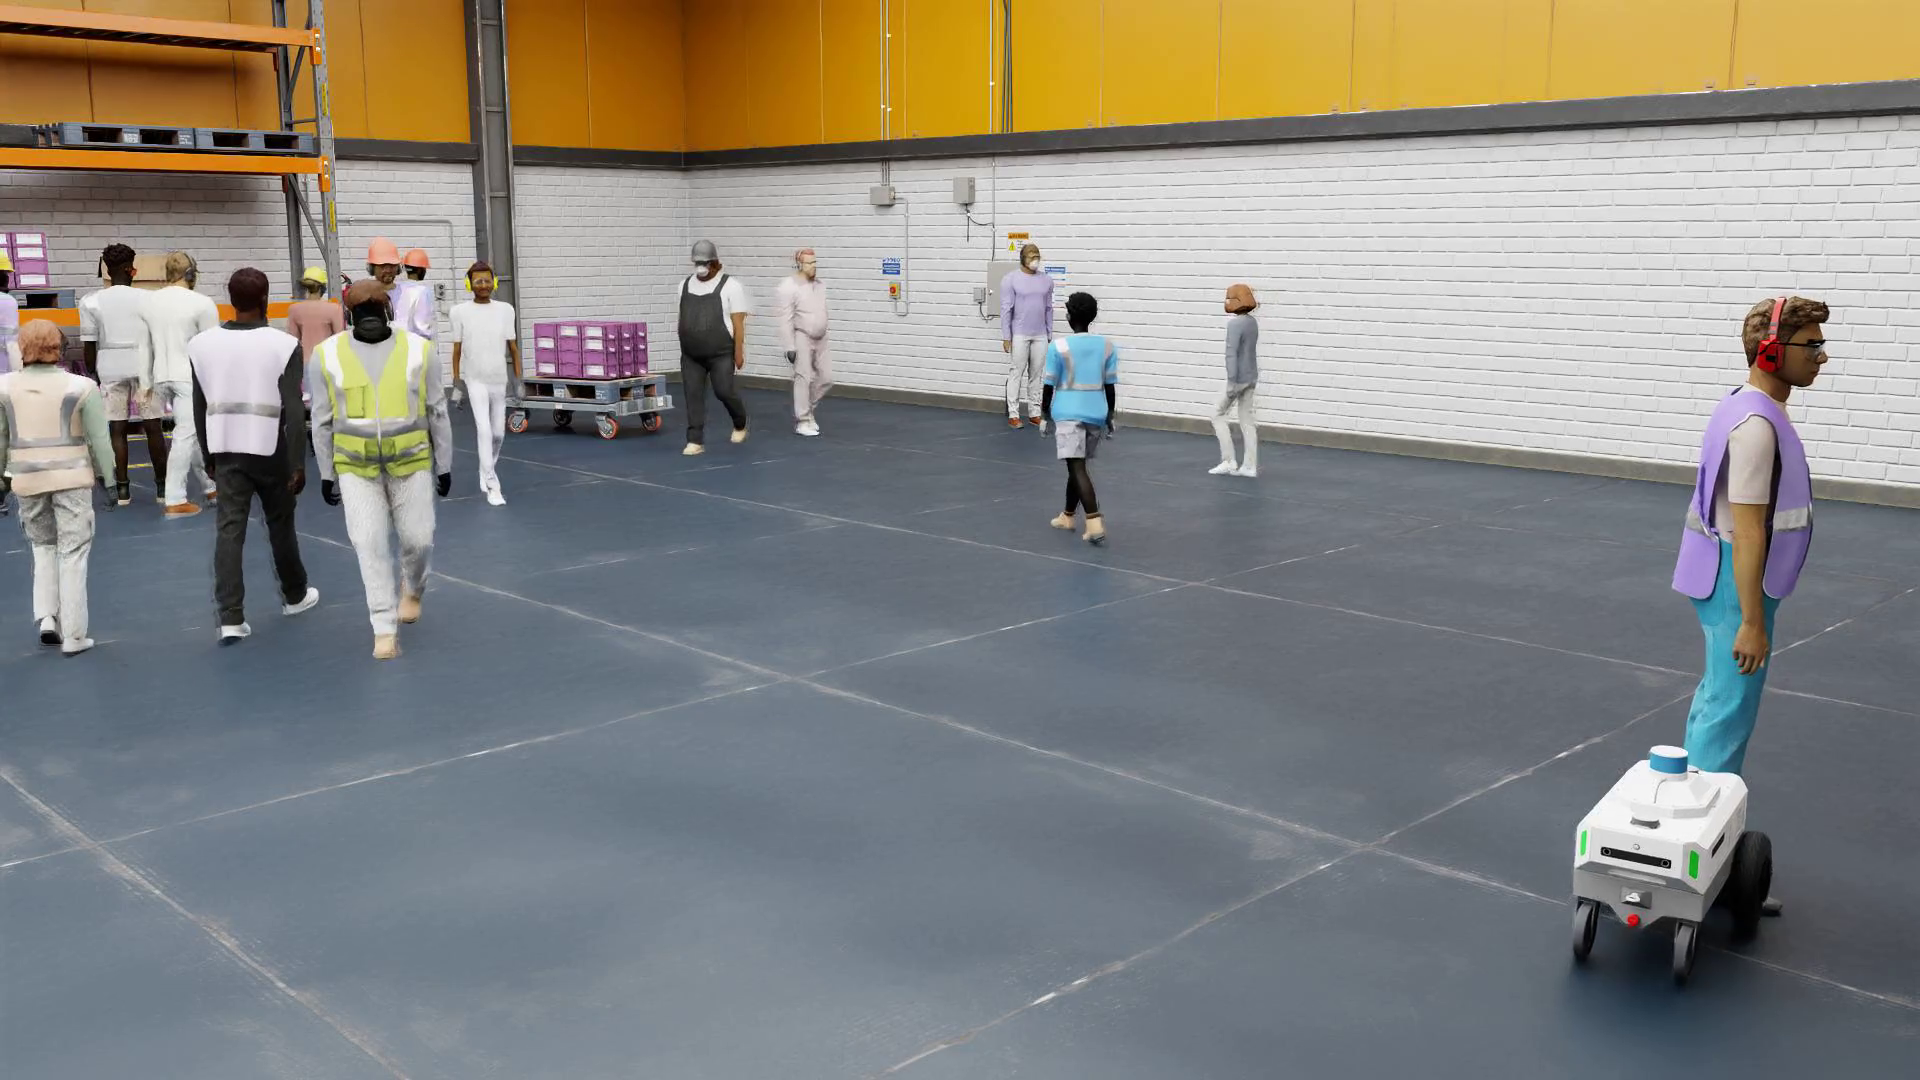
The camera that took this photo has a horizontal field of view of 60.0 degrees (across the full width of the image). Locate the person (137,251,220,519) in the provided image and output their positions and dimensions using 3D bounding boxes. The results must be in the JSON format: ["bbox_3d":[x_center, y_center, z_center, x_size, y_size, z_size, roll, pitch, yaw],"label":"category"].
[{"bbox_3d":[-5.553,-1.140,12.152,0.657,1.896,0.950,4,11,23],"label":"person"}]

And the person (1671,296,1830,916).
[{"bbox_3d":[2.369,0.185,5.066,0.377,1.844,0.567,4,11,23],"label":"person"}]

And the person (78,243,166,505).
[{"bbox_3d":[-6.260,-1.243,12.538,0.602,1.961,0.371,-4,11,-20],"label":"person"}]

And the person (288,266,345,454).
[{"bbox_3d":[-5.856,-1.608,15.110,0.532,1.752,0.652,1,10,6],"label":"person"}]

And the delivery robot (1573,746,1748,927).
[{"bbox_3d":[2.023,0.836,4.782,0.477,0.478,0.707,7,12,34],"label":"delivery robot"}]

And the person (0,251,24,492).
[{"bbox_3d":[-7.514,-1.315,13.062,0.629,1.907,0.461,5,11,24],"label":"person"}]

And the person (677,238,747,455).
[{"bbox_3d":[-2.313,-1.839,15.570,0.681,2.000,0.859,3,11,15],"label":"person"}]

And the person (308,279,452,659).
[{"bbox_3d":[-2.832,-0.365,8.169,0.650,1.821,0.686,-3,11,-16],"label":"person"}]

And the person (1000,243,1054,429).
[{"bbox_3d":[0.719,-2.139,17.523,0.639,1.944,0.423,-6,12,-28],"label":"person"}]

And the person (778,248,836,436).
[{"bbox_3d":[-1.526,-1.990,16.796,0.434,1.889,0.674,8,13,37],"label":"person"}]

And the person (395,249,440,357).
[{"bbox_3d":[-5.621,-2.031,17.057,0.550,1.890,0.991,4,11,22],"label":"person"}]

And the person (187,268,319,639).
[{"bbox_3d":[-3.643,-0.456,8.553,0.610,1.860,1.024,-1,10,-3],"label":"person"}]

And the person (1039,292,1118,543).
[{"bbox_3d":[0.804,-0.823,11.082,0.536,1.655,0.852,-5,12,-26],"label":"person"}]

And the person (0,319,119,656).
[{"bbox_3d":[-4.363,-0.253,8.041,0.549,1.620,0.408,-2,11,-9],"label":"person"}]

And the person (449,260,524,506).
[{"bbox_3d":[-3.633,-1.219,12.744,0.521,1.847,0.841,-6,12,-29],"label":"person"}]

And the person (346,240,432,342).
[{"bbox_3d":[-4.435,-1.338,12.996,0.623,1.994,1.032,-7,12,-33],"label":"person"}]

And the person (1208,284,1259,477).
[{"bbox_3d":[2.294,-1.329,13.947,0.515,1.614,0.523,7,13,35],"label":"person"}]
